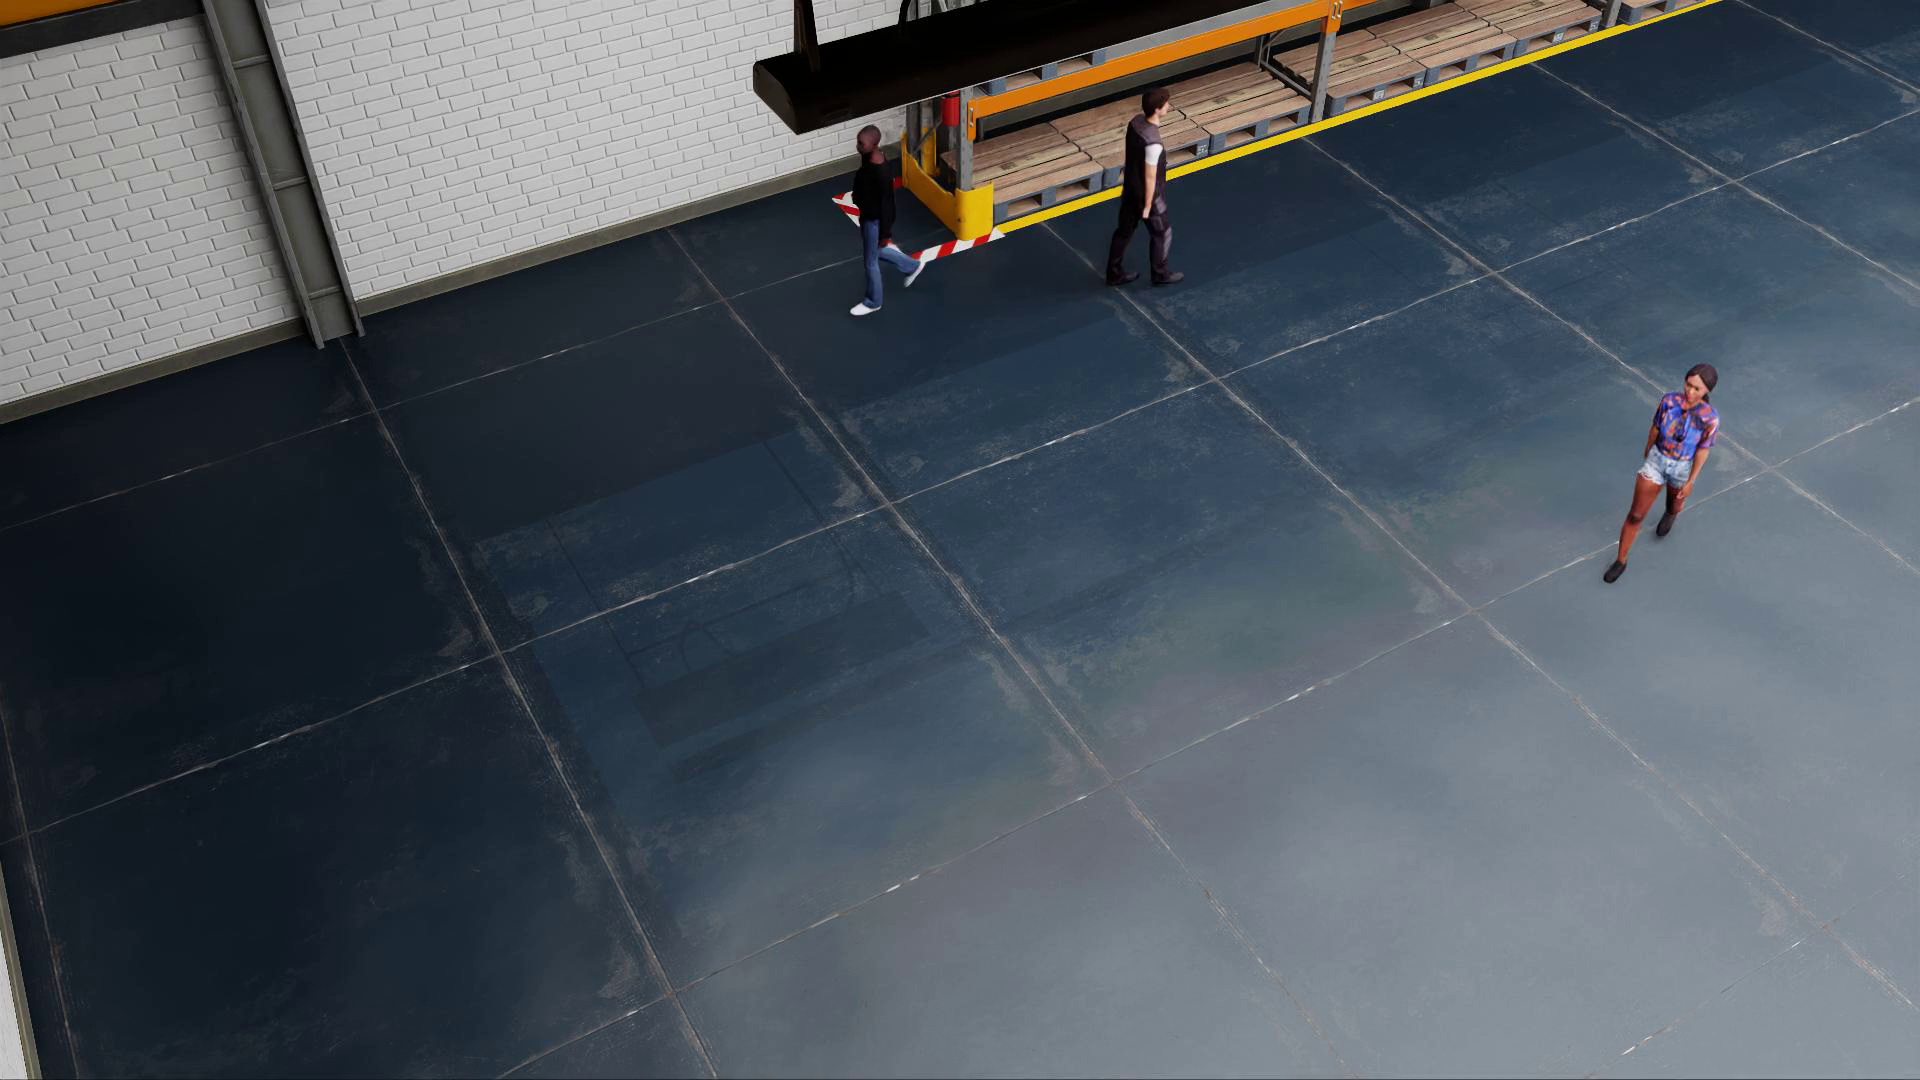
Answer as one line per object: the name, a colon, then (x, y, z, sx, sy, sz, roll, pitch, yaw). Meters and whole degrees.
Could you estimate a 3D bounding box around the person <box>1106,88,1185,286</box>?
person: (1.418, -2.876, 13.768, 0.928, 1.829, 0.751, -15, 46, -15)

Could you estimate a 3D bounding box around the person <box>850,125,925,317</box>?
person: (-0.623, -2.637, 13.588, 0.960, 1.731, 0.672, -16, 46, -17)

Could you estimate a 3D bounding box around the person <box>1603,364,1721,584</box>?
person: (4.891, -0.506, 11.369, 0.886, 1.706, 1.197, 27, 50, 25)
